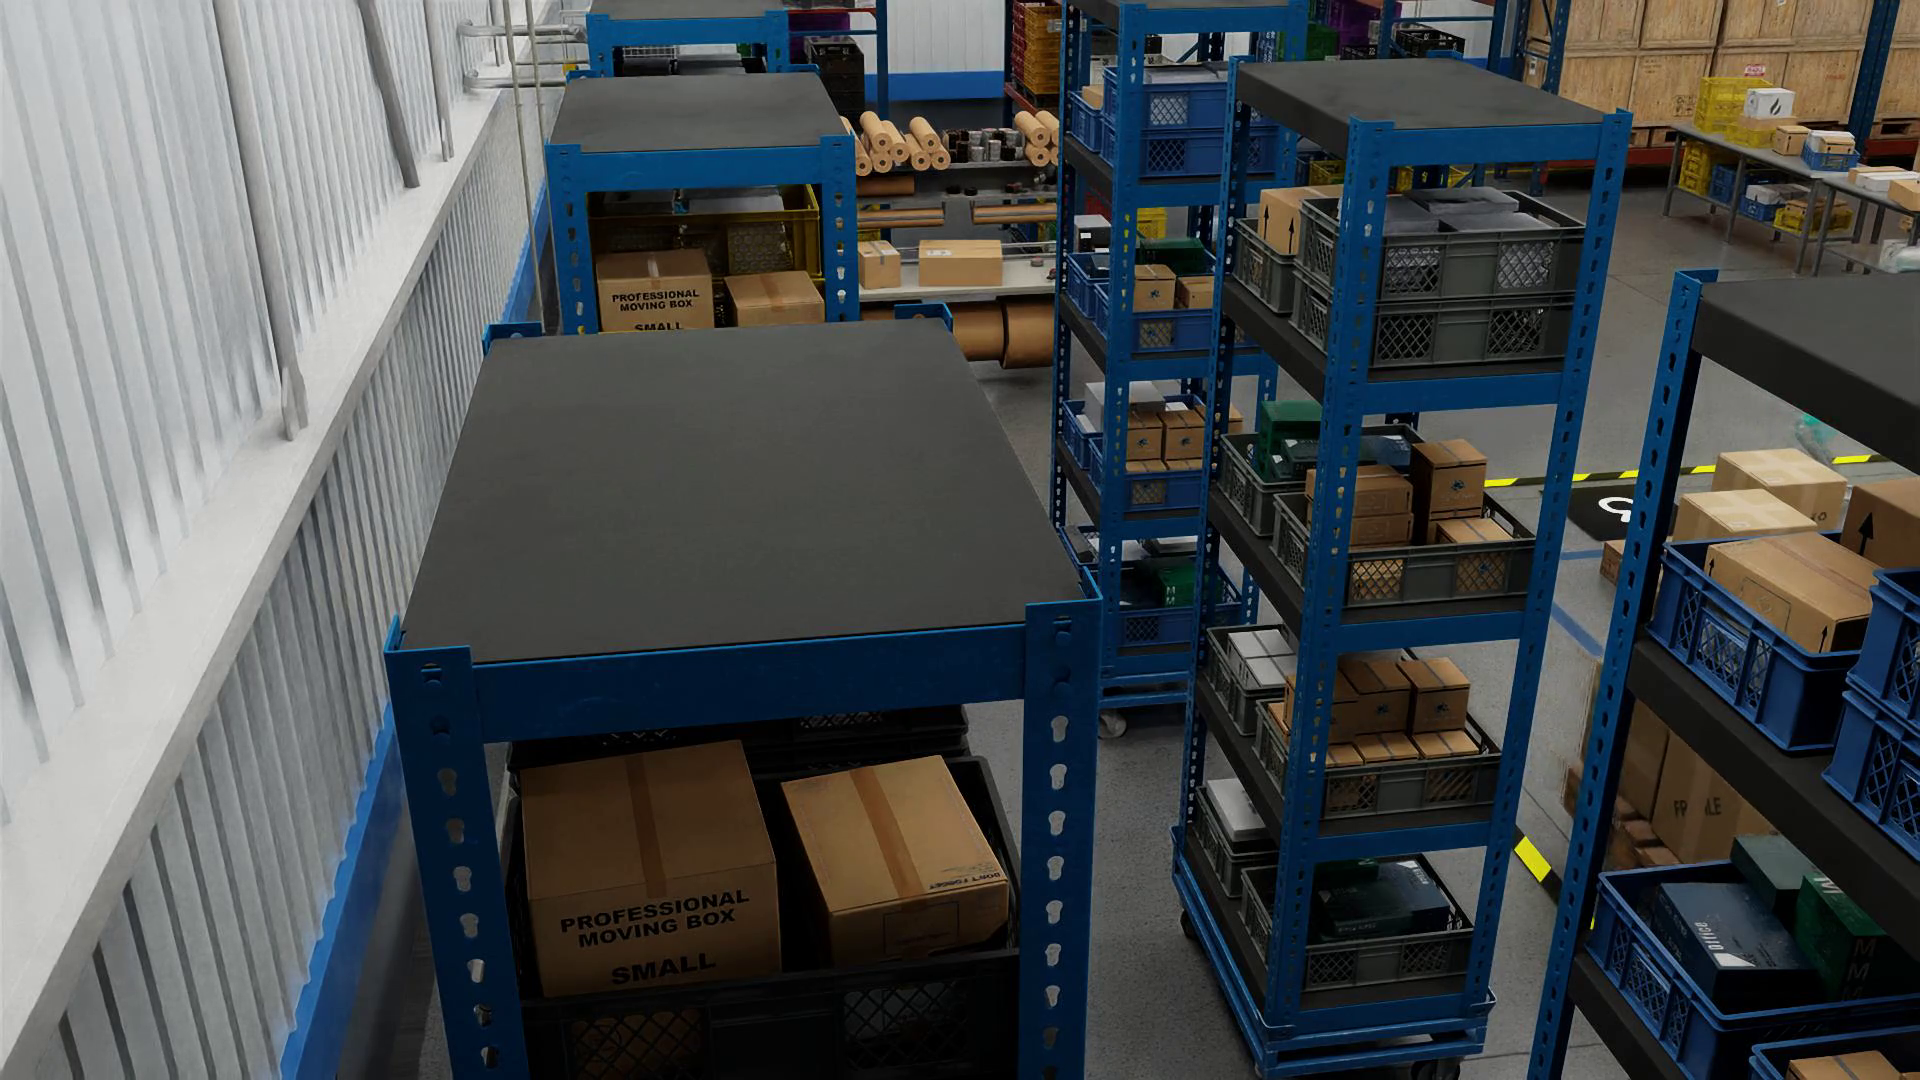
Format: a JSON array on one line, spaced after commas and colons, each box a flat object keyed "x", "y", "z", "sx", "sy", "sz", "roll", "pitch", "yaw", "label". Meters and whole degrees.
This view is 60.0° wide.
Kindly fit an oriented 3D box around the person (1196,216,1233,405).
[{"x": 1.673, "y": -1.265, "z": 11.153, "sx": 0.370, "sy": 1.853, "sz": 0.589, "roll": -3, "pitch": 25, "yaw": -7, "label": "person"}]

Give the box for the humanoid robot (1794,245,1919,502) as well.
[{"x": 5.774, "y": -1.104, "z": 10.781, "sx": 0.735, "sy": 1.677, "sz": 0.533, "roll": 14, "pitch": 28, "yaw": 28, "label": "humanoid robot"}]

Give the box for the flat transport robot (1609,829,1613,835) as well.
[{"x": 3.360, "y": 1.442, "z": 7.132, "sx": 0.652, "sy": 0.197, "sz": 1.431, "roll": -4, "pitch": 25, "yaw": -8, "label": "flat transport robot"}]
